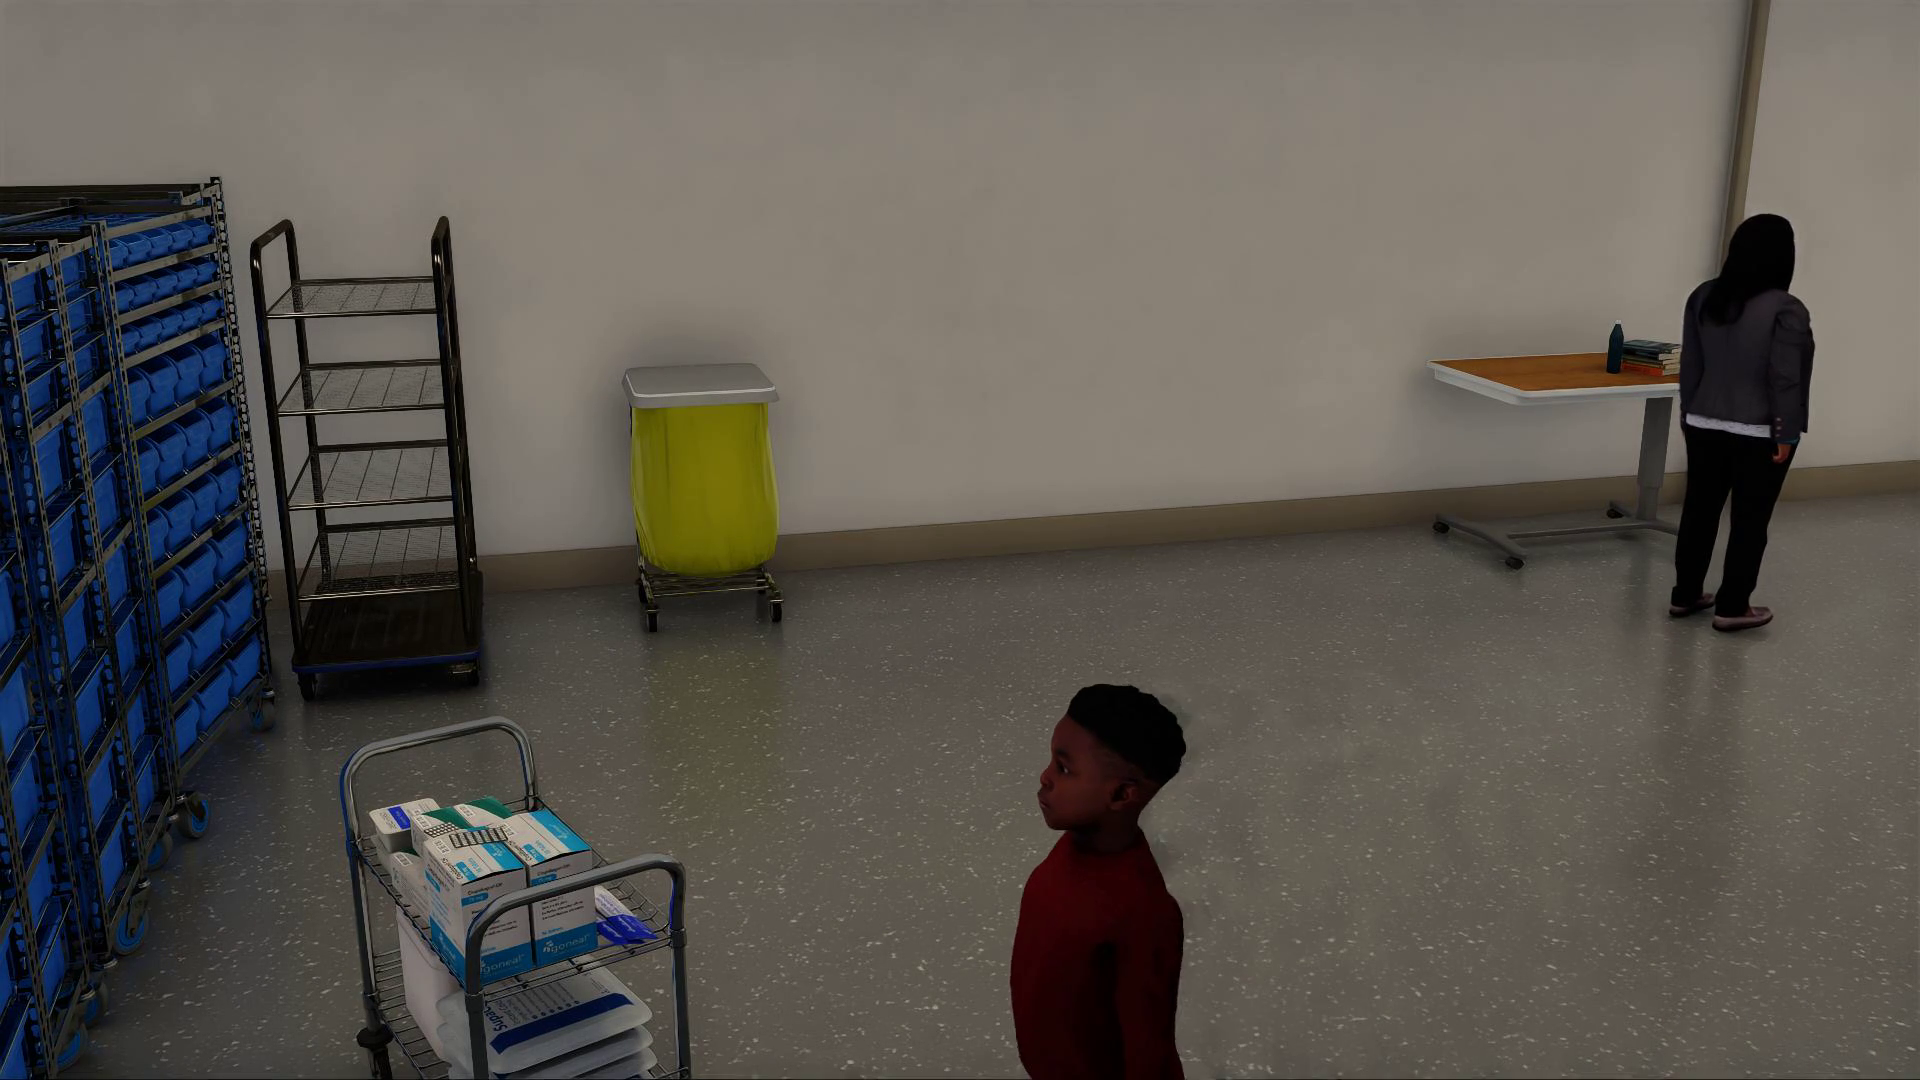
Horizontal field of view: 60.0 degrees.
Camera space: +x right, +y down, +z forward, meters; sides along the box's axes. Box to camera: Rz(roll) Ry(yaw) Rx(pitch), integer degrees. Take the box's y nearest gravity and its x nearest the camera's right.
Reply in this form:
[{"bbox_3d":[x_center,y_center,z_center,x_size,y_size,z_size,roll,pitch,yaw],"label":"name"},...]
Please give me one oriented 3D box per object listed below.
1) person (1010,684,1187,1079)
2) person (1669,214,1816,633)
[{"bbox_3d":[0.272,0.820,2.568,0.622,1.245,0.508,-5,16,-16],"label":"person"},{"bbox_3d":[2.999,-0.446,6.407,0.734,1.599,0.734,-9,18,-28],"label":"person"}]
